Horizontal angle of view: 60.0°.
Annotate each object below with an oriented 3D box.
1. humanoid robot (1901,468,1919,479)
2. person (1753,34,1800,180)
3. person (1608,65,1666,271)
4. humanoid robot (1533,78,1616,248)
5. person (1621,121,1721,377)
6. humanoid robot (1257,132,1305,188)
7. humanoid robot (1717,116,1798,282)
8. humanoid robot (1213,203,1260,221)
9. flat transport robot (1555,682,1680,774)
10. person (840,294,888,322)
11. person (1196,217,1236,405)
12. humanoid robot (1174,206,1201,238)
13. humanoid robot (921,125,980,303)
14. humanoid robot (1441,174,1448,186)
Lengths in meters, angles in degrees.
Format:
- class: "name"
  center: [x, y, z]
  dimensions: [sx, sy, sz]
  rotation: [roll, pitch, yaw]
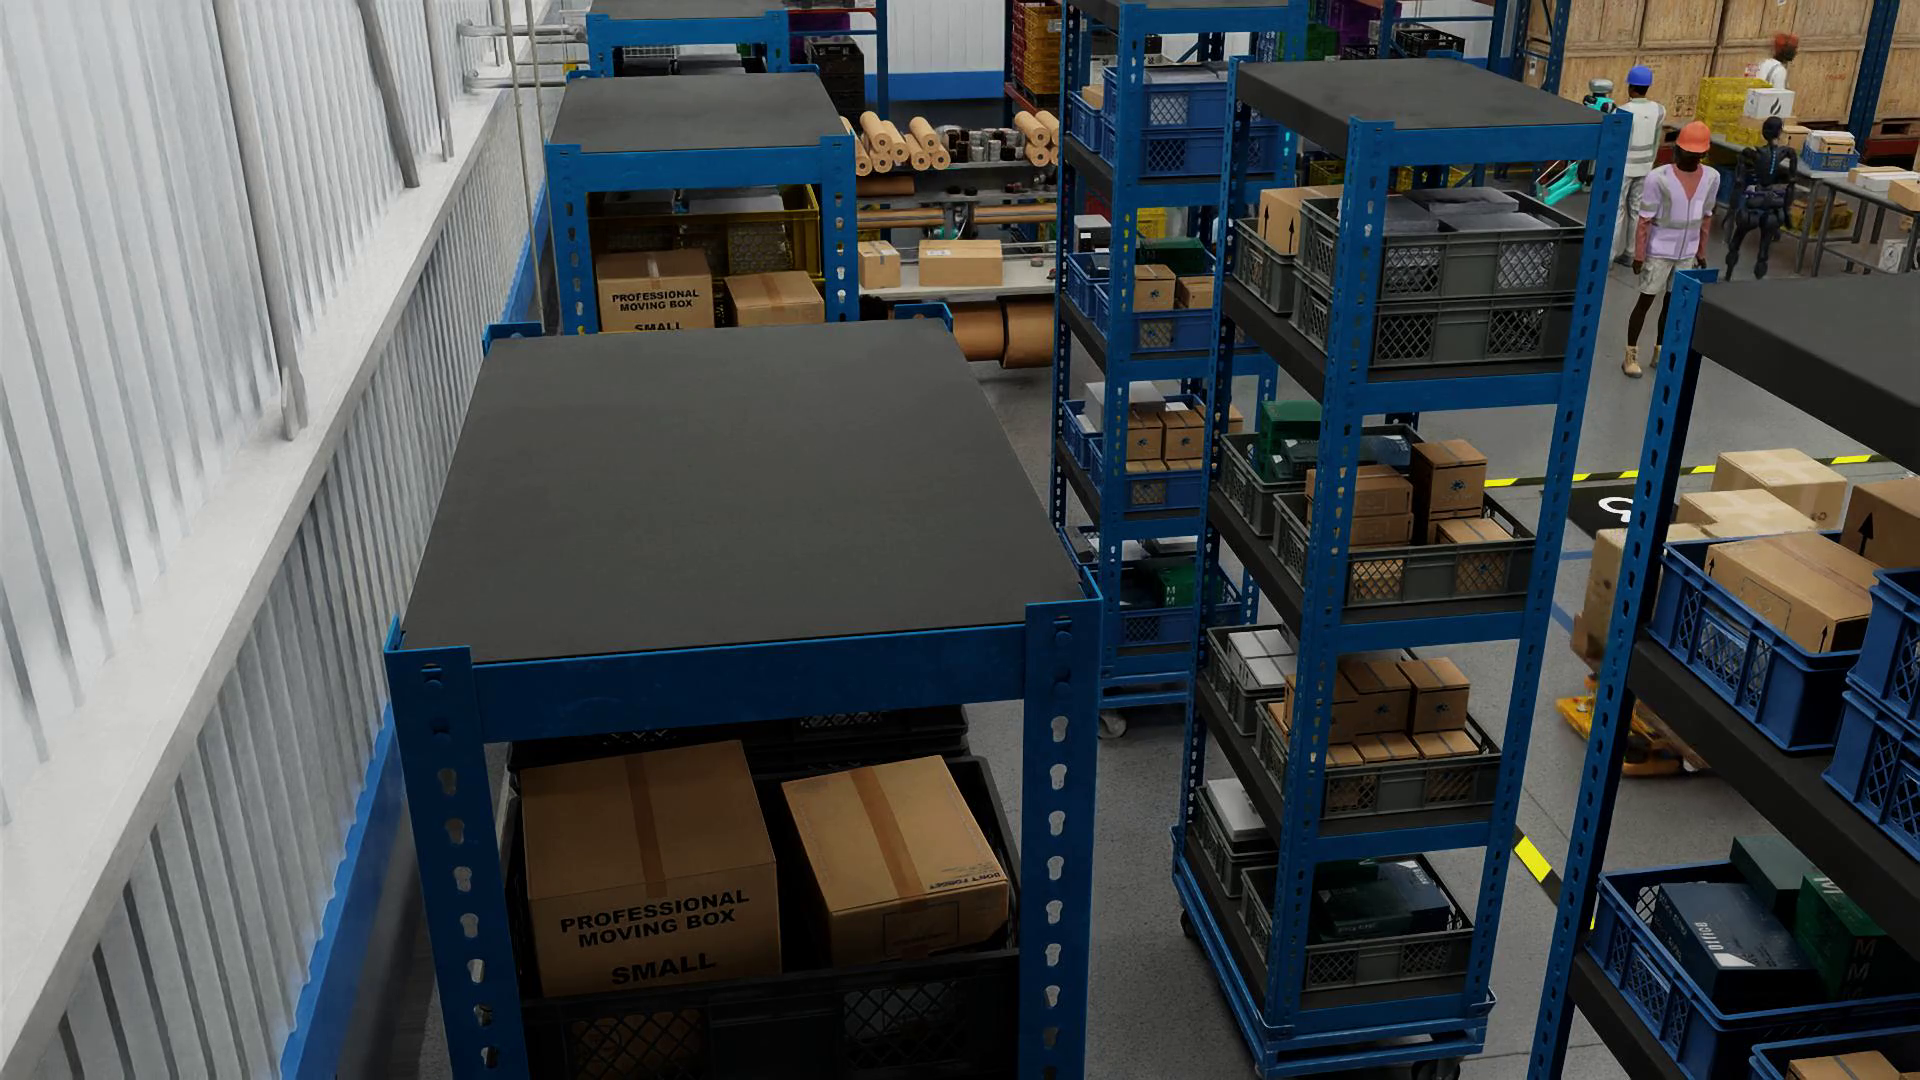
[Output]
- class: "humanoid robot"
  center: [6.443, -1.131, 10.839]
  dimensions: [0.735, 1.677, 0.533]
  rotation: [-12, 27, -25]
- class: "person"
  center: [8.988, -4.695, 18.599]
  dimensions: [0.341, 1.874, 0.692]
  rotation: [2, 25, 5]
- class: "person"
  center: [6.451, -3.583, 16.078]
  dimensions: [0.603, 1.948, 0.394]
  rotation: [-8, 26, -18]
- class: "humanoid robot"
  center: [5.983, -3.686, 16.436]
  dimensions: [0.734, 1.690, 0.531]
  rotation: [-2, 25, -4]
- class: "person"
  center: [5.630, -2.277, 13.131]
  dimensions: [0.613, 2.039, 0.383]
  rotation: [-3, 25, -6]
- class: "humanoid robot"
  center: [3.000, -3.267, 15.565]
  dimensions: [0.530, 1.736, 0.691]
  rotation: [-2, 25, -4]
- class: "humanoid robot"
  center: [7.333, -3.055, 15.267]
  dimensions: [0.609, 1.635, 0.617]
  rotation: [1, 25, 2]
- class: "humanoid robot"
  center: [2.459, -2.964, 15.121]
  dimensions: [0.601, 1.639, 0.723]
  rotation: [-13, 28, -26]
- class: "flat transport robot"
  center: [3.825, 0.874, 8.366]
  dimensions: [1.431, 0.197, 0.652]
  rotation: [-4, 25, -8]
- class: "person"
  center: [-0.475, -0.406, 9.160]
  dimensions: [0.372, 1.958, 0.600]
  rotation: [-22, 33, -40]
- class: "person"
  center: [1.698, -1.263, 11.149]
  dimensions: [0.373, 1.853, 0.589]
  rotation: [-4, 25, -9]
- class: "humanoid robot"
  center: [2.294, -3.719, 16.610]
  dimensions: [0.539, 1.734, 0.925]
  rotation: [5, 25, 11]
- class: "humanoid robot"
  center: [-0.161, -2.556, 14.154]
  dimensions: [0.547, 1.821, 0.757]
  rotation: [9, 26, 19]
- class: "humanoid robot"
  center: [5.270, -4.401, 18.191]
  dimensions: [0.501, 1.643, 0.590]
  rotation: [6, 25, 13]
